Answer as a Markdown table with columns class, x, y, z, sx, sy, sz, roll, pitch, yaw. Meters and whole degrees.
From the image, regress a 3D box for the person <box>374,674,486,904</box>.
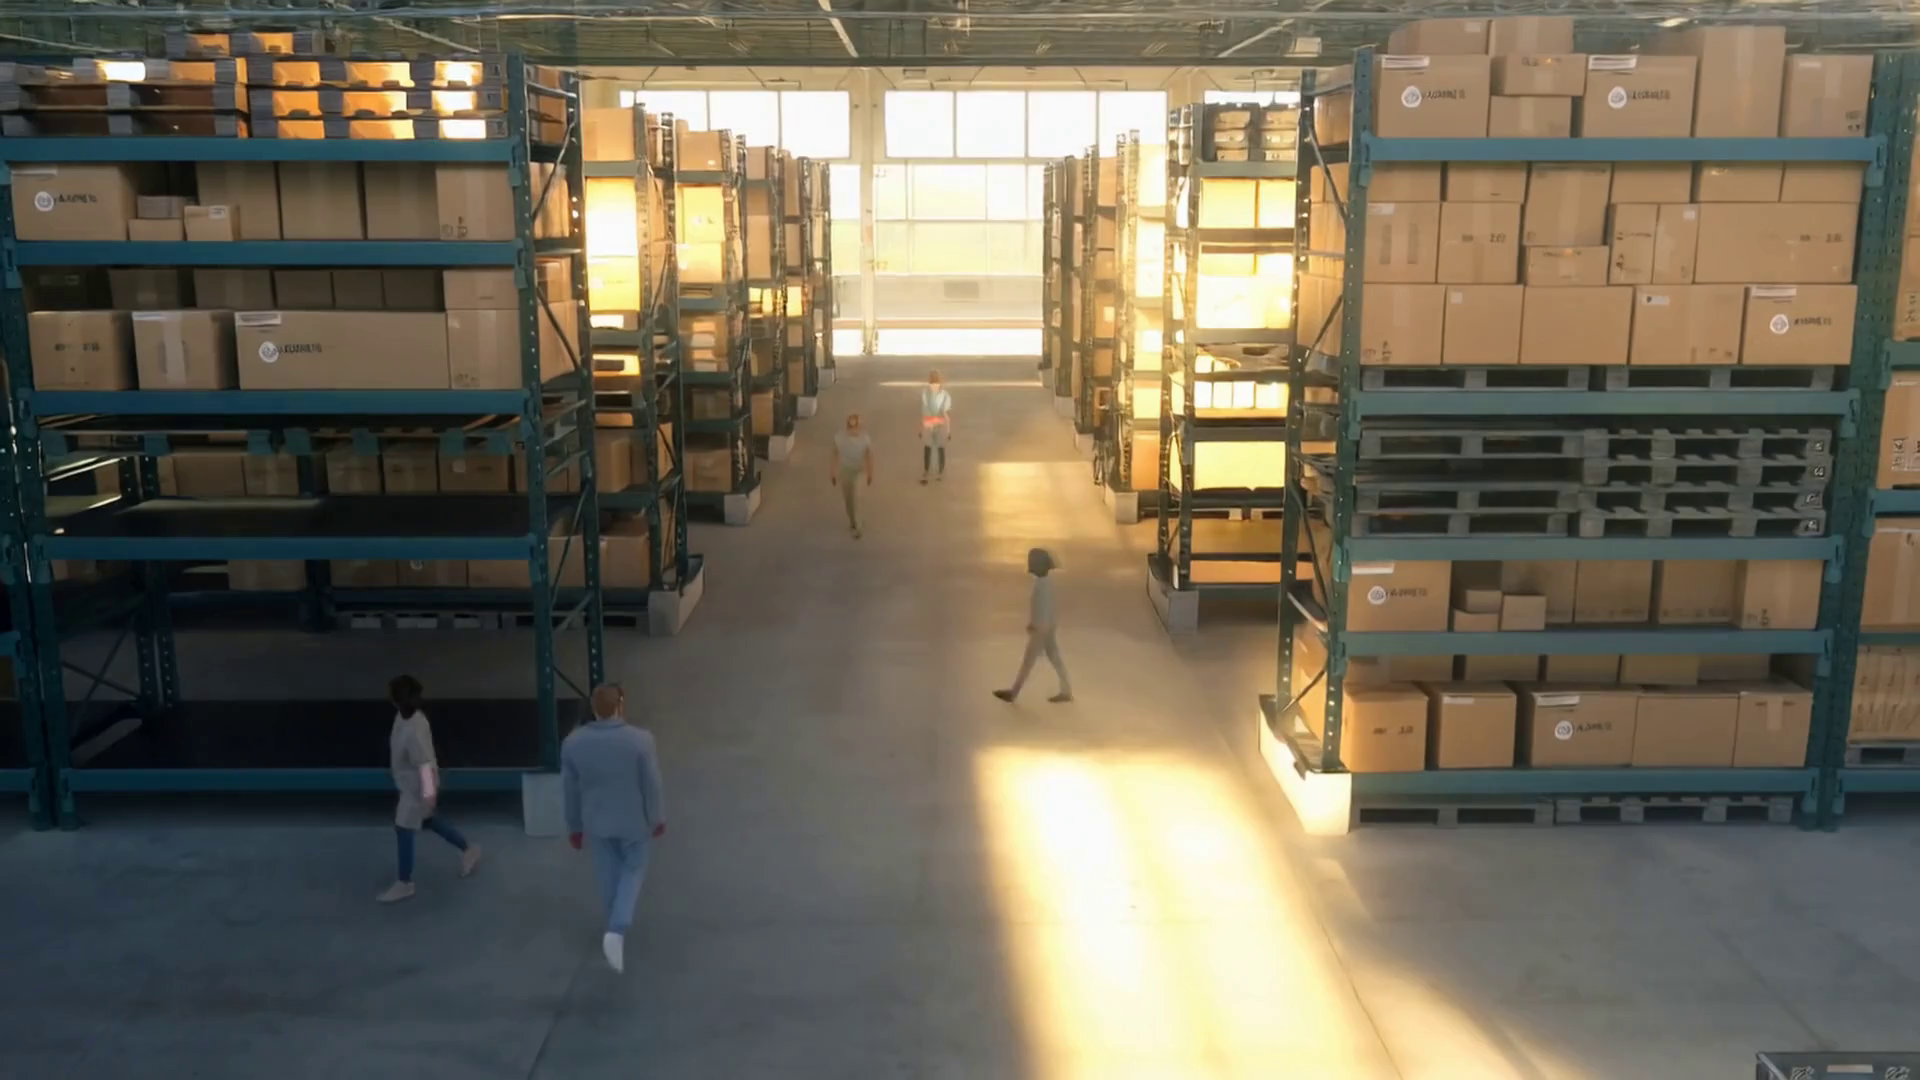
| class | x | y | z | sx | sy | sz | roll | pitch | yaw |
| --- | --- | --- | --- | --- | --- | --- | --- | --- | --- |
| person | -3.854 | 1.756 | 12.024 | 0.785 | 1.671 | 0.545 | -6 | 13 | -28 |

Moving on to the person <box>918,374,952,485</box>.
| class | x | y | z | sx | sy | sz | roll | pitch | yaw |
| --- | --- | --- | --- | --- | --- | --- | --- | --- | --- |
| person | -0.444 | -1.995 | 29.832 | 0.630 | 1.981 | 1.064 | 2 | 12 | 11 |

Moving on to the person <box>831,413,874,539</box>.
| class | x | y | z | sx | sy | sz | roll | pitch | yaw |
| --- | --- | --- | --- | --- | --- | --- | --- | --- | --- |
| person | -1.616 | -1.016 | 25.263 | 0.643 | 1.871 | 0.920 | 1 | 11 | 6 |

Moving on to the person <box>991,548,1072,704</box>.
| class | x | y | z | sx | sy | sz | roll | pitch | yaw |
| --- | --- | --- | --- | --- | --- | --- | --- | --- | --- |
| person | 0.744 | 0.870 | 16.603 | 0.851 | 1.588 | 0.521 | 1 | 11 | 4 |

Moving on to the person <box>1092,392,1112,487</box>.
| class | x | y | z | sx | sy | sz | roll | pitch | yaw |
| --- | --- | --- | --- | --- | --- | --- | --- | --- | --- |
| person | 2.524 | -1.792 | 29.546 | 0.319 | 1.694 | 0.535 | -6 | 13 | -25 |

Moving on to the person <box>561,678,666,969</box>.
| class | x | y | z | sx | sy | sz | roll | pitch | yaw |
| --- | --- | --- | --- | --- | --- | --- | --- | --- | --- |
| person | -2.305 | 1.855 | 11.000 | 0.641 | 1.878 | 0.793 | 2 | 12 | 9 |
